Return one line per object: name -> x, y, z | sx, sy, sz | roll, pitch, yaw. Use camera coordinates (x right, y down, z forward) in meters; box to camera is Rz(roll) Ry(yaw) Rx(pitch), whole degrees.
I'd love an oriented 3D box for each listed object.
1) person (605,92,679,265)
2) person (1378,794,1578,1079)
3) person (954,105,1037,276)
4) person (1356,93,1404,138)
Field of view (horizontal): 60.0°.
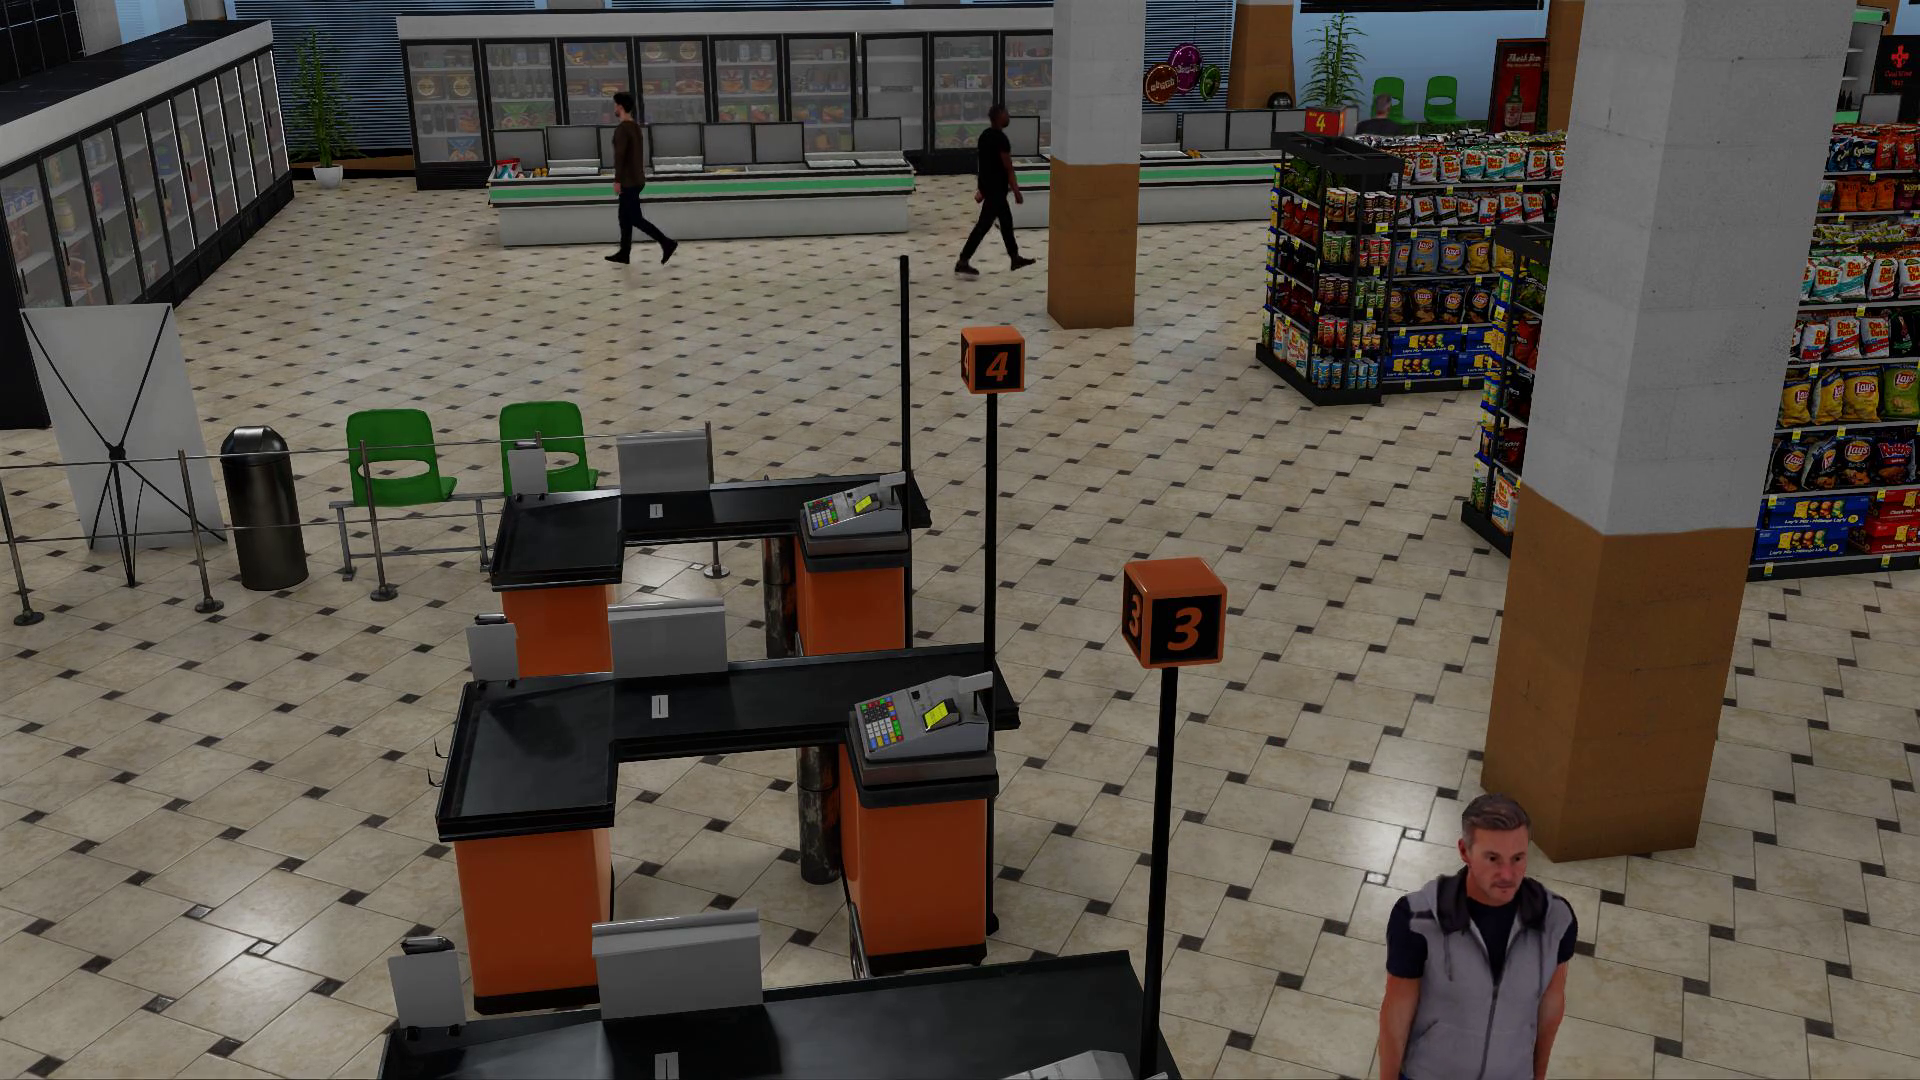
person -> -3.520, -3.902, 18.147 | 1.178, 1.864, 0.841 | 2, 22, 5
person -> 1.413, 1.496, 4.776 | 0.776, 1.816, 0.823 | 0, 22, -1
person -> 0.282, -3.668, 17.687 | 1.258, 1.772, 0.810 | -8, 23, -19
person -> 4.594, -3.994, 18.461 | 1.223, 1.800, 1.269 | 13, 26, 30
